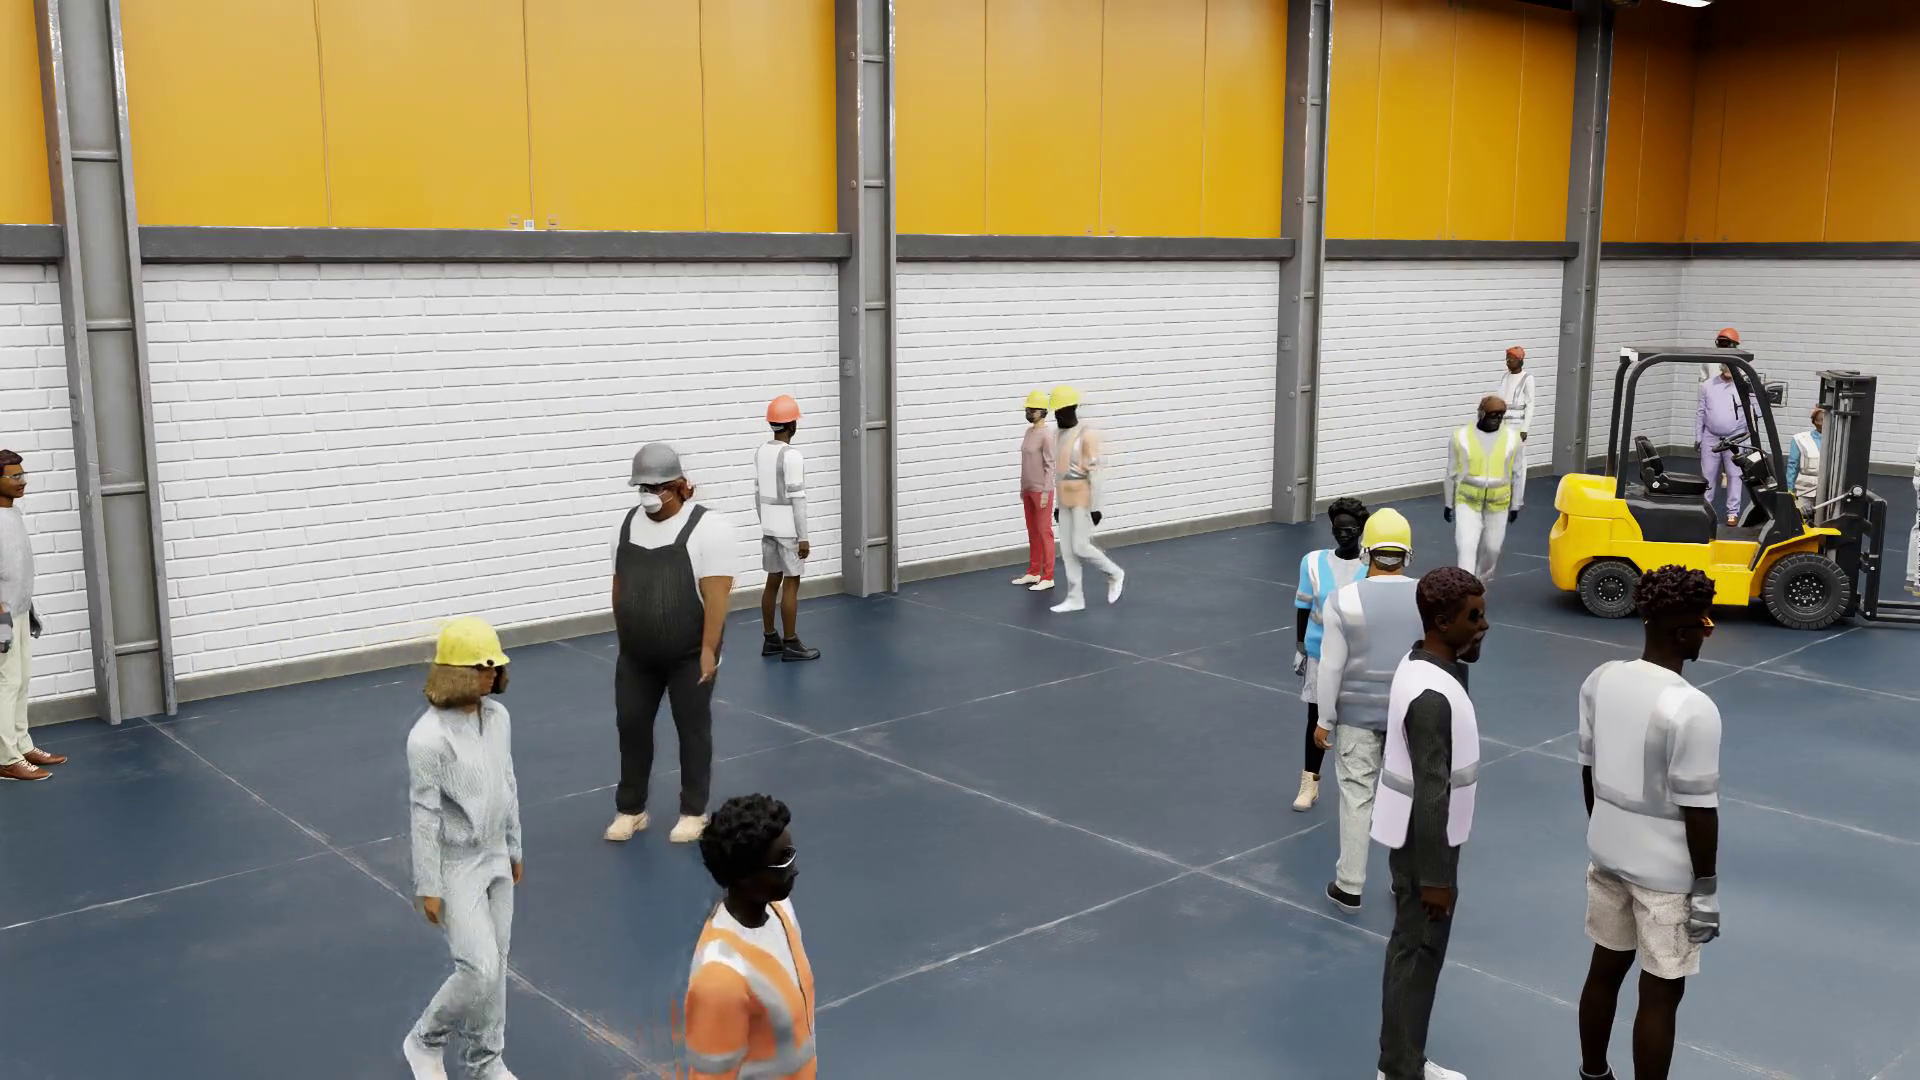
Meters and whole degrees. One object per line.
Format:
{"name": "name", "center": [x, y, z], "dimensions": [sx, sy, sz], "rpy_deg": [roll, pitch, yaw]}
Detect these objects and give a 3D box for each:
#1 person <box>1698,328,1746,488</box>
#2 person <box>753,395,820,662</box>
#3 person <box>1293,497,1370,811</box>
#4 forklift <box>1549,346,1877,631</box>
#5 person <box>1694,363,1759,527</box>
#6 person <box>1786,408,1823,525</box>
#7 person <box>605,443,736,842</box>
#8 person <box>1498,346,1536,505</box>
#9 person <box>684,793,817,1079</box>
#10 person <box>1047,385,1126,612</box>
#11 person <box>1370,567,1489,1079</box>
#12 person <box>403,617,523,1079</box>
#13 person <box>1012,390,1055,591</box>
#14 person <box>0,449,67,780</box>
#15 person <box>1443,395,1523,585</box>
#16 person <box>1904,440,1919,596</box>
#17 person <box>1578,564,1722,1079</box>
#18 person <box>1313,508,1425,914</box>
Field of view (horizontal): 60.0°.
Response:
{"name": "person", "center": [9.715, -1.679, 21.191], "dimensions": [0.385, 2.035, 0.605], "rpy_deg": [-9, 13, -42]}
{"name": "person", "center": [-1.271, -0.084, 12.117], "dimensions": [0.341, 1.942, 0.552], "rpy_deg": [-8, 13, -39]}
{"name": "person", "center": [2.013, 0.612, 8.756], "dimensions": [0.530, 1.697, 0.321], "rpy_deg": [4, 10, 21]}
{"name": "forklift", "center": [6.109, -0.478, 13.691], "dimensions": [2.313, 2.155, 1.214], "rpy_deg": [3, 10, 16]}
{"name": "person", "center": [8.361, -1.107, 18.202], "dimensions": [0.642, 1.913, 0.409], "rpy_deg": [8, 12, 38]}
{"name": "person", "center": [7.622, -0.392, 14.813], "dimensions": [0.512, 1.639, 0.311], "rpy_deg": [3, 10, 16]}
{"name": "person", "center": [-1.474, 0.507, 8.371], "dimensions": [0.702, 2.000, 0.537], "rpy_deg": [3, 10, 16]}
{"name": "person", "center": [6.531, -1.346, 19.672], "dimensions": [0.356, 1.886, 0.574], "rpy_deg": [-4, 10, -20]}
{"name": "person", "center": [-0.570, 1.418, 4.096], "dimensions": [0.709, 1.675, 0.539], "rpy_deg": [1, 10, 3]}
{"name": "person", "center": [1.015, -0.347, 13.817], "dimensions": [0.641, 1.891, 0.605], "rpy_deg": [-5, 11, -27]}
{"name": "person", "center": [1.590, 1.030, 5.663], "dimensions": [0.379, 1.918, 0.596], "rpy_deg": [2, 10, 13]}
{"name": "person", "center": [-1.666, 1.112, 5.703], "dimensions": [0.380, 1.731, 0.503], "rpy_deg": [3, 10, 19]}
{"name": "person", "center": [0.675, -0.440, 14.713], "dimensions": [0.299, 1.772, 0.525], "rpy_deg": [-4, 11, -23]}
{"name": "person", "center": [-5.338, 0.417, 9.397], "dimensions": [0.326, 1.872, 0.518], "rpy_deg": [-2, 10, -13]}
{"name": "person", "center": [4.370, -0.325, 13.943], "dimensions": [0.638, 1.813, 0.783], "rpy_deg": [2, 10, 9]}
{"name": "person", "center": [8.460, -0.446, 14.413], "dimensions": [0.352, 1.881, 0.576], "rpy_deg": [3, 10, 19]}
{"name": "person", "center": [2.268, 1.043, 5.451], "dimensions": [0.368, 1.966, 0.603], "rpy_deg": [-3, 10, -16]}
{"name": "person", "center": [1.879, 0.767, 7.457], "dimensions": [0.602, 1.830, 0.404], "rpy_deg": [-1, 10, -4]}
